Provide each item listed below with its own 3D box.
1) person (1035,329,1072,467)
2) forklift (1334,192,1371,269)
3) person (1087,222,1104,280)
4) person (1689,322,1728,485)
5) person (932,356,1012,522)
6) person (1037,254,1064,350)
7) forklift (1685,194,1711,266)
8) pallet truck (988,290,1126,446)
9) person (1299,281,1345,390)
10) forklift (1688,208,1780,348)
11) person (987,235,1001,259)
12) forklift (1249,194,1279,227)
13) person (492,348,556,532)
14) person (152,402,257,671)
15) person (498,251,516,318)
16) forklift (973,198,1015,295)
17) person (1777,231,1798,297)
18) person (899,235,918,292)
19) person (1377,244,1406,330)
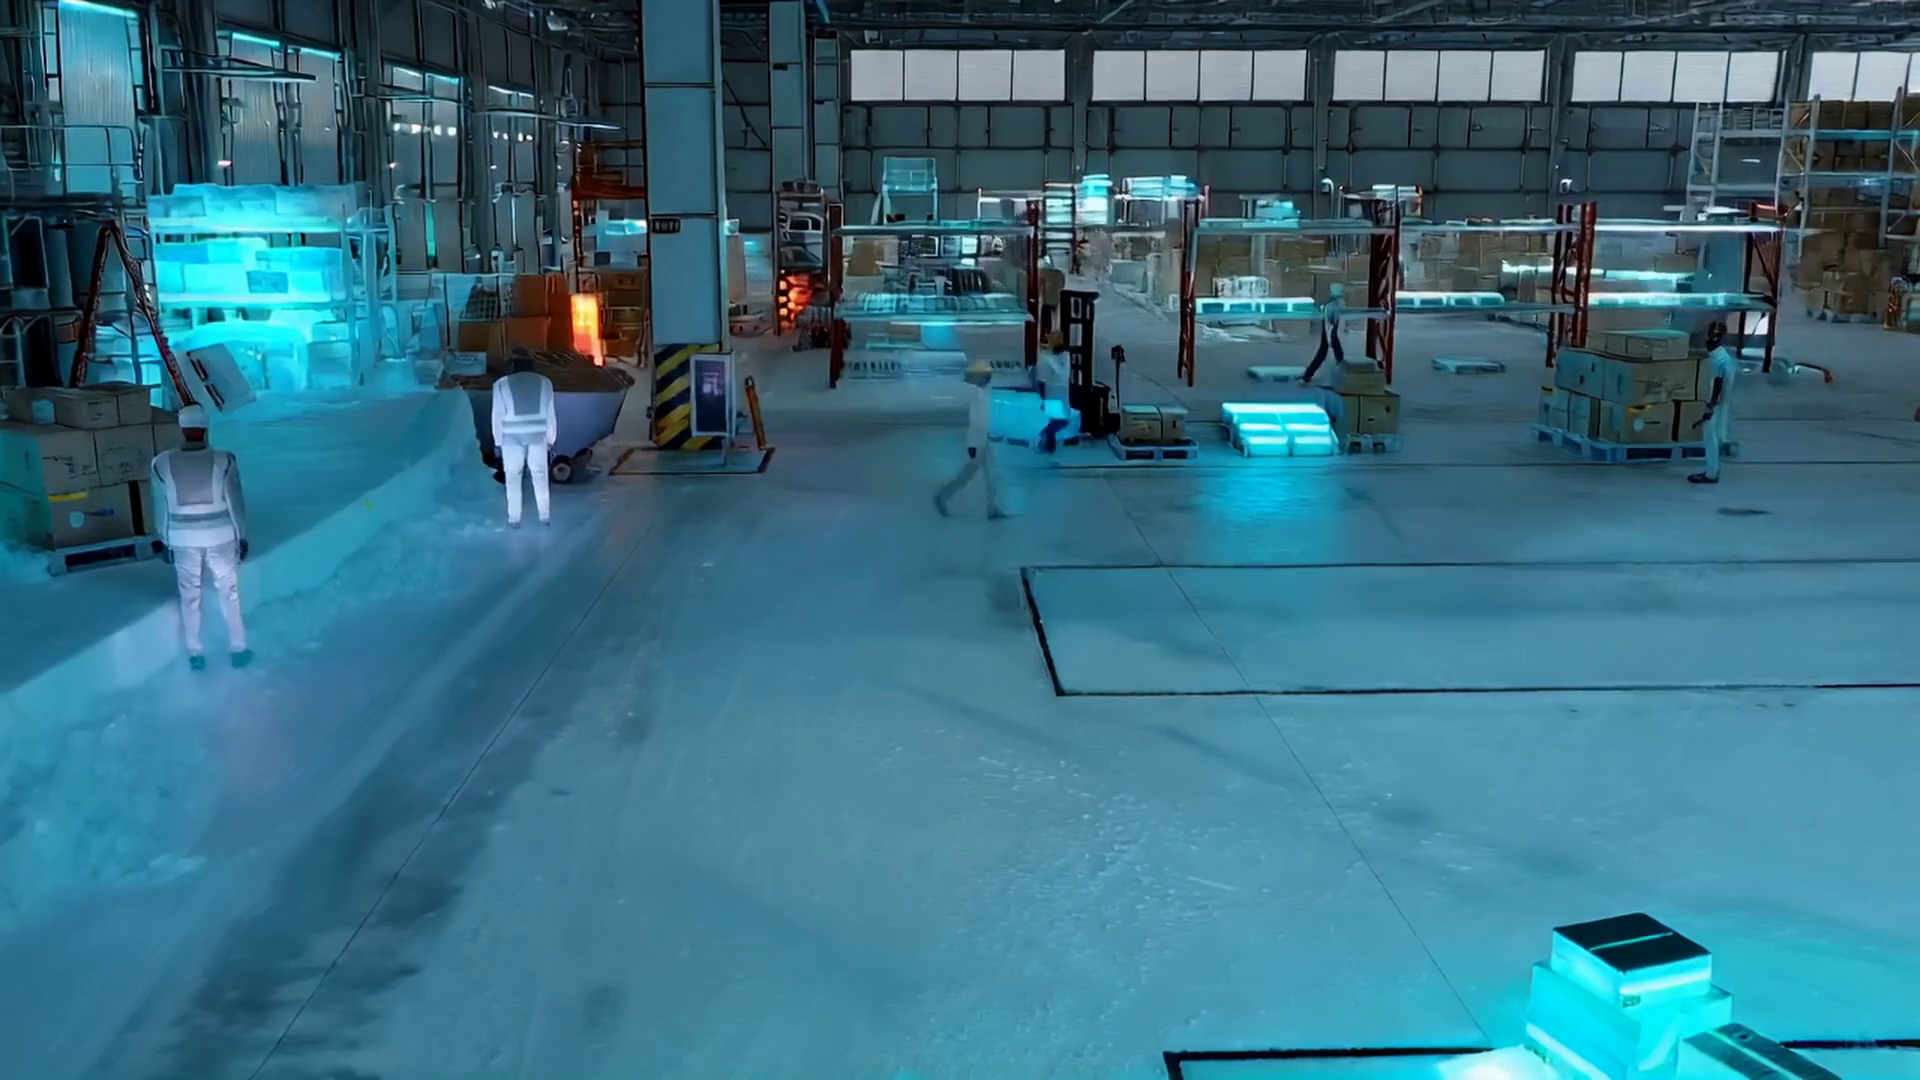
[{"bbox_3d":[1.120,-1.753,20.342,0.548,1.682,0.519,-12,17,-43],"label":"person"},{"bbox_3d":[14.625,-11.479,61.548,1.129,2.768,1.873,0,12,-2],"label":"forklift"},{"bbox_3d":[4.503,-9.621,55.379,0.469,1.904,0.662,-9,15,-36],"label":"person"},{"bbox_3d":[8.611,-1.563,19.084,0.309,1.868,0.535,6,14,24],"label":"person"},{"bbox_3d":[0.118,-1.028,17.018,0.774,1.719,0.492,1,13,5],"label":"person"},{"bbox_3d":[1.808,-4.809,33.614,0.589,1.923,0.383,-3,13,-12],"label":"person"},{"bbox_3d":[24.782,-10.250,56.001,1.873,2.768,1.129,11,17,42],"label":"forklift"},{"bbox_3d":[1.257,-2.299,22.111,1.885,1.965,0.823,-9,15,-35],"label":"pallet truck"},{"bbox_3d":[6.056,-3.346,27.313,0.967,1.802,0.518,0,12,-2],"label":"person"},{"bbox_3d":[15.602,-5.341,33.835,1.873,2.768,1.129,0,12,-2],"label":"forklift"},{"bbox_3d":[1.083,-8.766,51.445,0.542,1.938,0.357,-2,13,-8],"label":"person"},{"bbox_3d":[10.057,-10.104,55.342,1.129,2.768,1.873,-2,13,-10],"label":"forklift"},{"bbox_3d":[-4.353,-0.999,16.639,0.628,1.832,0.429,-7,14,-27],"label":"person"},{"bbox_3d":[-5.432,-0.015,11.946,0.624,1.940,0.413,-3,13,-12],"label":"person"},{"bbox_3d":[-11.156,-6.261,40.837,0.319,1.631,0.525,-10,16,-39],"label":"person"},{"bbox_3d":[1.312,-8.192,46.706,1.873,2.768,1.129,0,12,-2],"label":"forklift"},{"bbox_3d":[23.658,-7.875,47.544,0.606,1.894,0.699,-9,15,-35],"label":"person"},{"bbox_3d":[-1.562,-8.304,49.580,0.586,1.848,0.956,-9,15,-34],"label":"person"},{"bbox_3d":[9.793,-5.739,37.822,0.625,1.930,0.397,3,13,12],"label":"person"}]
